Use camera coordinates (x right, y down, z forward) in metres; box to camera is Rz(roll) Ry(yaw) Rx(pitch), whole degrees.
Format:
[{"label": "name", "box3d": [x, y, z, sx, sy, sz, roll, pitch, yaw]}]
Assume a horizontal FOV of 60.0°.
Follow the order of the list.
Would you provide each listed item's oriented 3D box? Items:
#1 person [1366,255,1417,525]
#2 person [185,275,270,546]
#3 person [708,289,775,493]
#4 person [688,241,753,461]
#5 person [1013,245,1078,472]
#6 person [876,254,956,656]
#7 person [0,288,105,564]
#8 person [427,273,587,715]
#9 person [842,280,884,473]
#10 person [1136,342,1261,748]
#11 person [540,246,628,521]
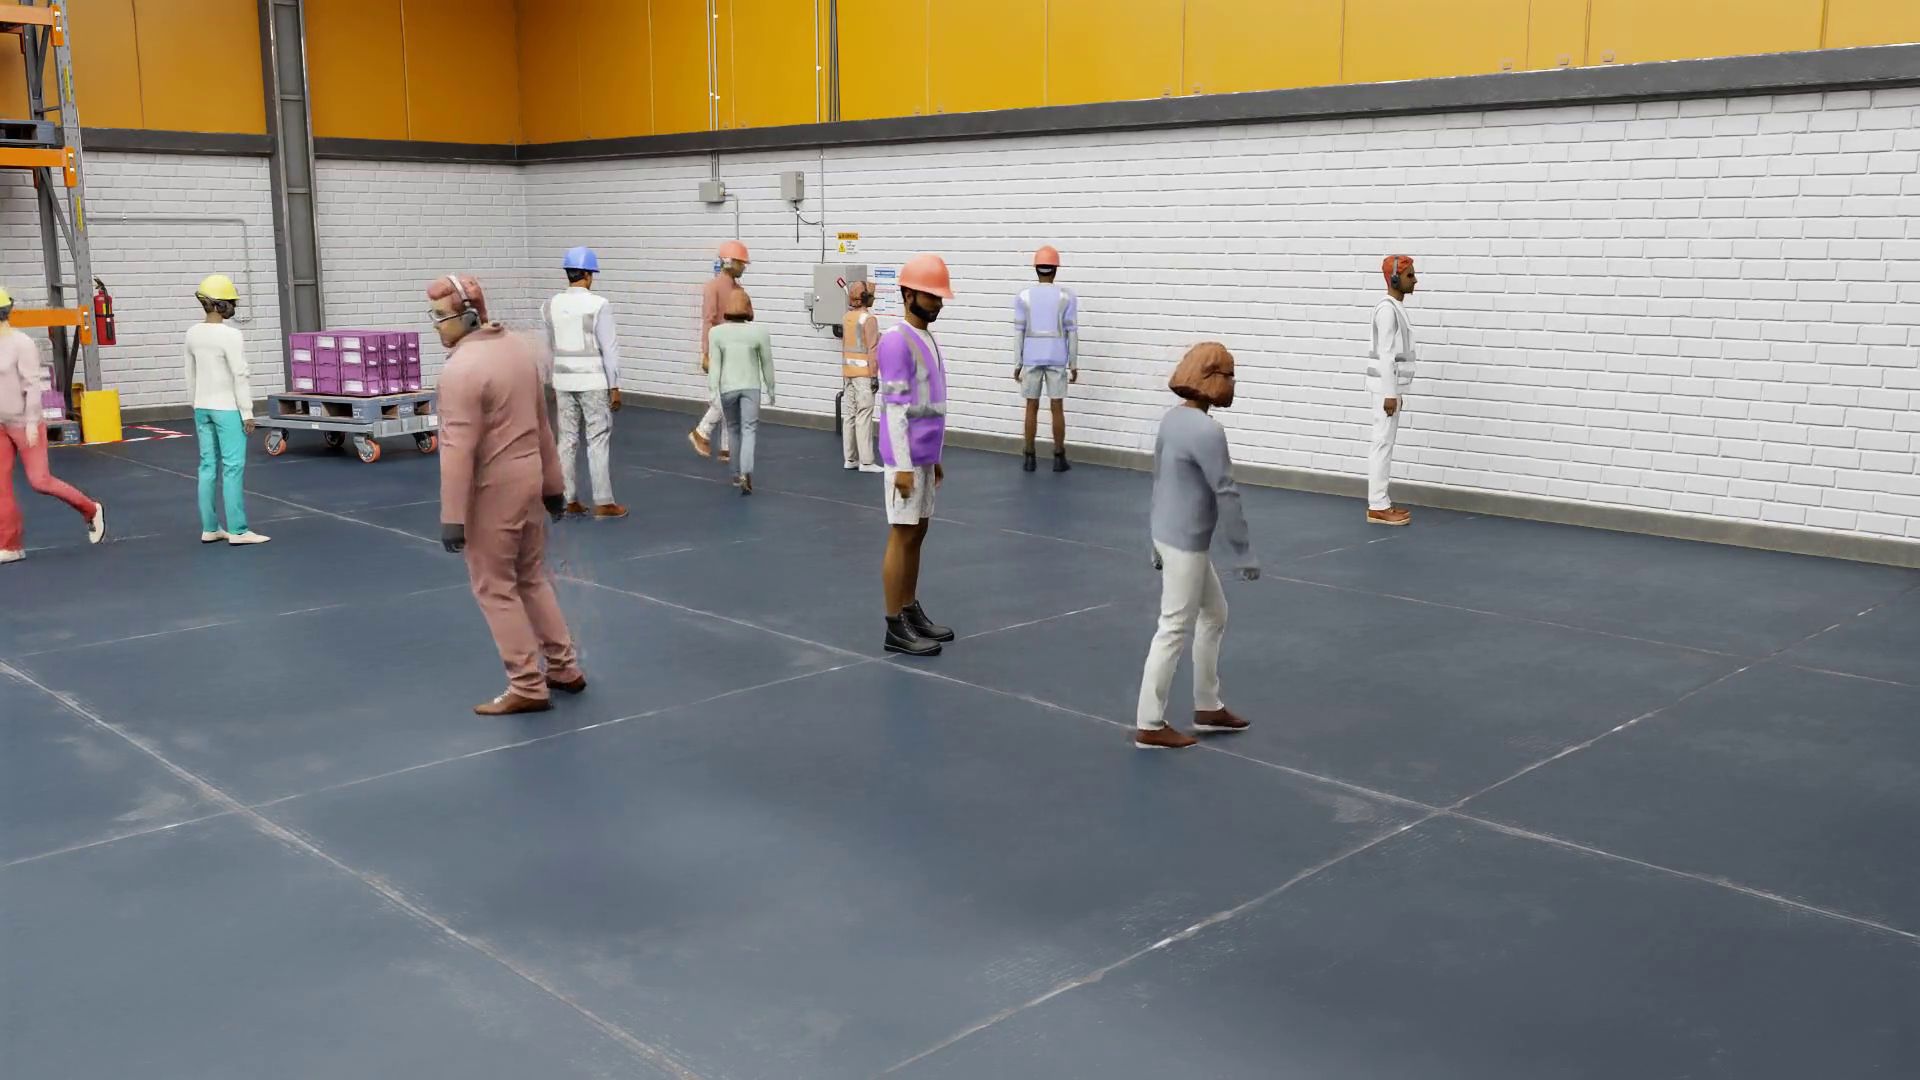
[{"label": "person", "box3d": [3.049, -1.058, 11.747, 0.356, 1.882, 0.572, 3, 11, 16]}, {"label": "person", "box3d": [-4.823, -0.845, 10.902, 0.529, 1.767, 0.329, 5, 12, 27]}, {"label": "person", "box3d": [-1.740, -1.184, 13.213, 0.511, 1.602, 0.812, 0, 10, -1]}, {"label": "person", "box3d": [-2.083, -1.665, 14.828, 0.466, 1.964, 0.656, 4, 11, 22]}, {"label": "person", "box3d": [0.735, -1.548, 14.266, 0.551, 1.935, 0.366, 1, 10, 8]}, {"label": "person", "box3d": [-0.199, -0.413, 8.101, 0.374, 1.930, 0.542, 3, 11, 15]}, {"label": "person", "box3d": [-5.823, -0.734, 10.376, 0.535, 1.734, 0.740, 4, 11, 23]}, {"label": "person", "box3d": [-1.942, -0.180, 7.001, 0.468, 1.870, 0.698, 2, 11, 11]}, {"label": "person", "box3d": [-0.845, -1.394, 14.234, 0.315, 1.641, 0.515, -6, 12, -31]}, {"label": "person", "box3d": [0.983, 0.032, 6.540, 0.653, 1.607, 0.496, -1, 10, -8]}, {"label": "person", "box3d": [-2.672, -1.105, 11.829, 0.606, 1.946, 0.391, 4, 11, 22]}]
